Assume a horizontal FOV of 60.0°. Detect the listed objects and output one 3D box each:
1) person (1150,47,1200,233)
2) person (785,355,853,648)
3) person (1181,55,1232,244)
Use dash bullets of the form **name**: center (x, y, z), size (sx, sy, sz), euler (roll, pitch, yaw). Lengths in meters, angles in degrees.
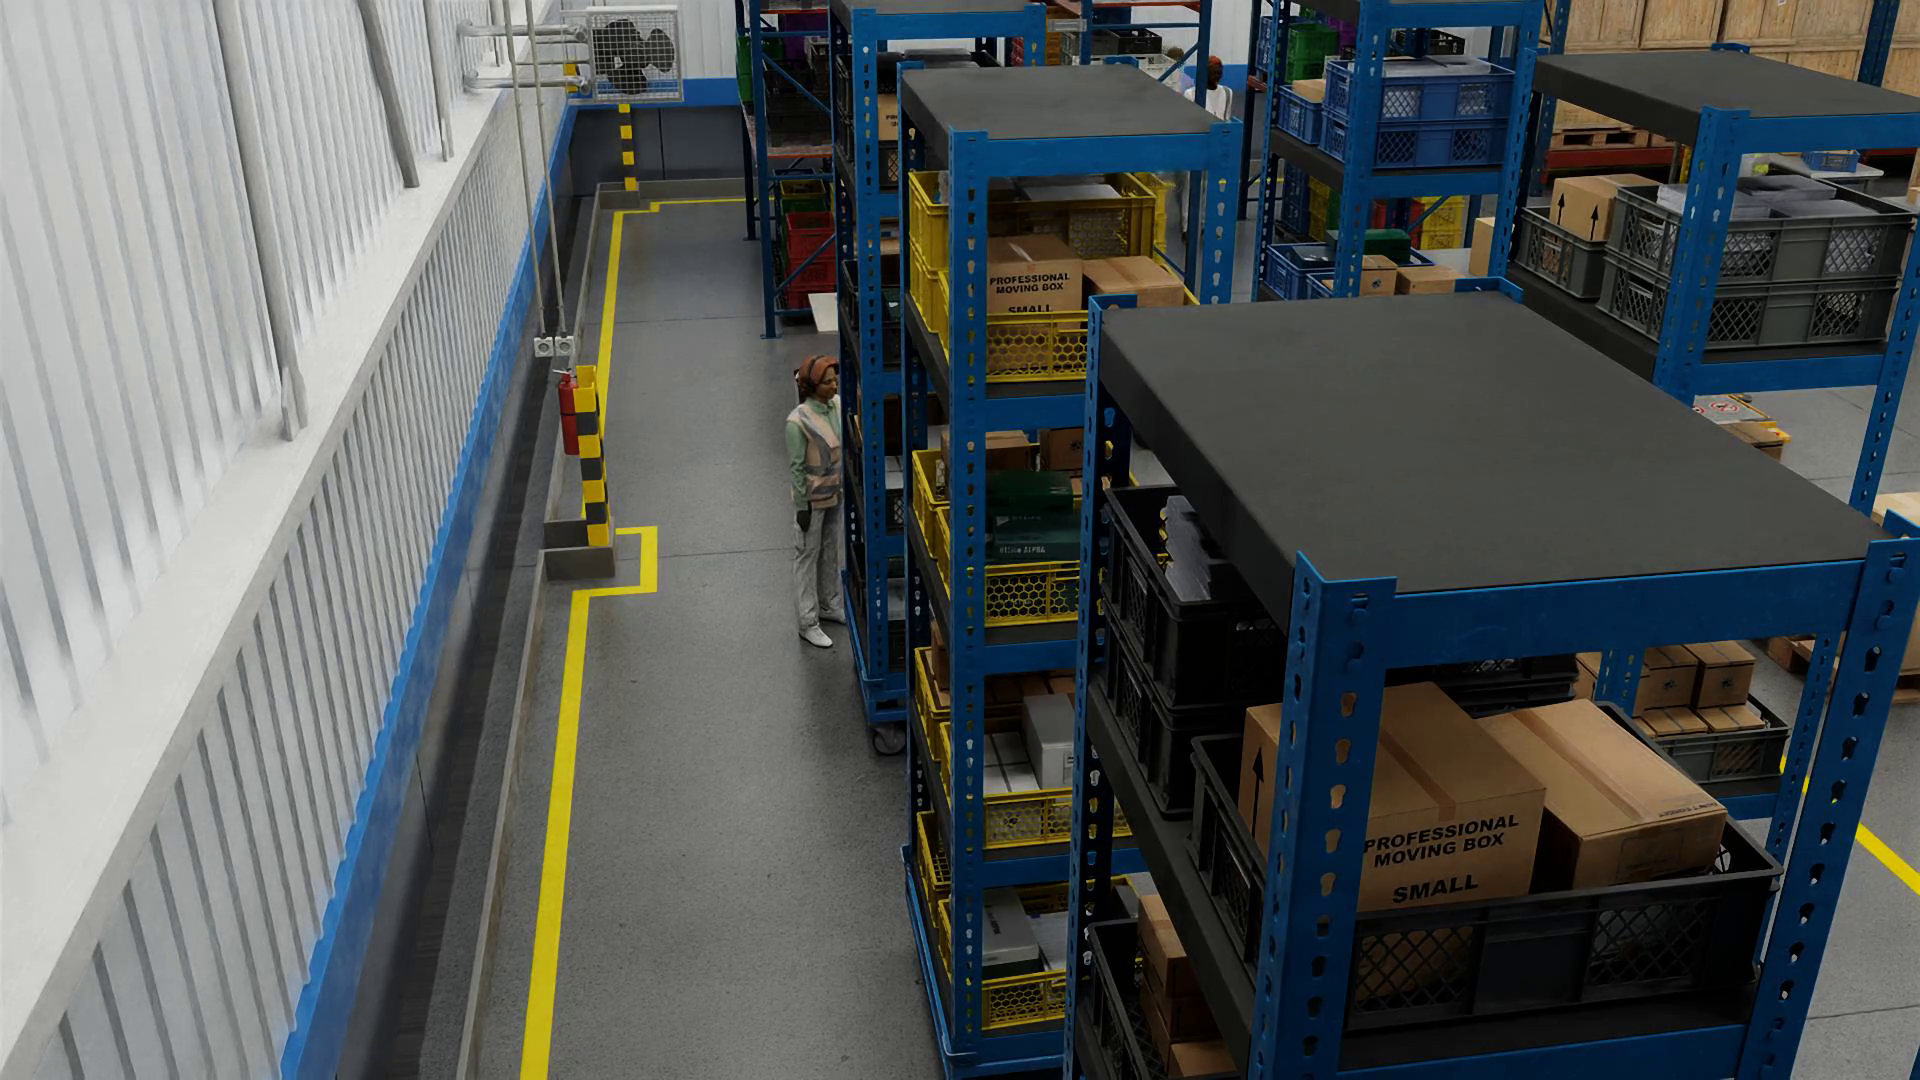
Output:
- **person**: center (2.212, -4.147, 17.335), size (0.649, 1.902, 0.806), euler (-9, 26, -19)
- **person**: center (-0.761, -0.229, 9.134), size (0.309, 1.641, 0.512), euler (12, 27, 25)
- **person**: center (2.514, -3.979, 17.001), size (0.574, 1.883, 0.355), euler (-10, 27, -22)
